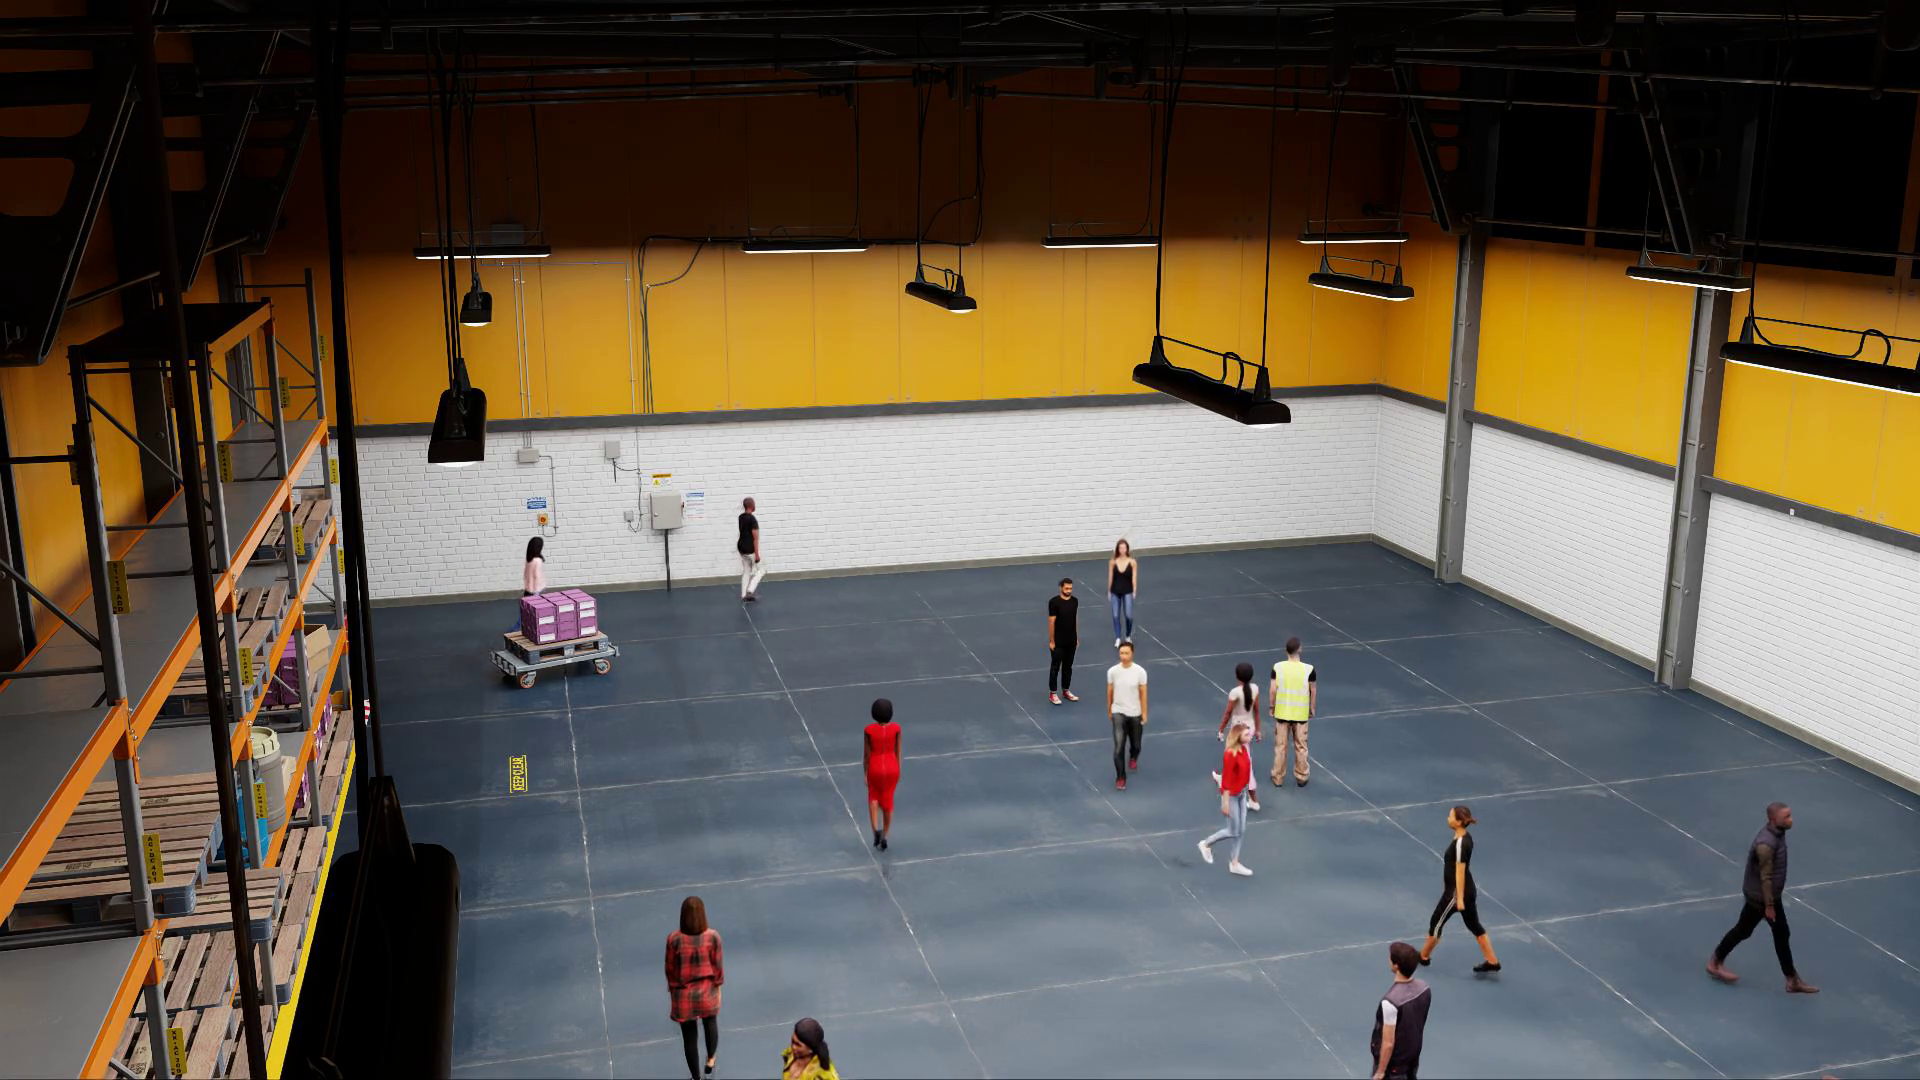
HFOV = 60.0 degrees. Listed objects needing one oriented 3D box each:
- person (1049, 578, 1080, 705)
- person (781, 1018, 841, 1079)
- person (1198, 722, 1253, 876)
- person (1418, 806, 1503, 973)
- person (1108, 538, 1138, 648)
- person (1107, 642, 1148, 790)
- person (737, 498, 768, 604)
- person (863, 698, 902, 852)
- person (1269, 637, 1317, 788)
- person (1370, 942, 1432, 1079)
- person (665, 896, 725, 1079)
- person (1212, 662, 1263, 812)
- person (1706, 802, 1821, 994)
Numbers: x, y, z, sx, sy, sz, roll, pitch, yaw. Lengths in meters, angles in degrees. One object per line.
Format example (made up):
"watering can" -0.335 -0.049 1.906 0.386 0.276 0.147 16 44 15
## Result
"person" 1.419 1.365 22.914 0.693 1.755 0.660 -9 16 -32
"person" -0.998 4.113 11.808 1.102 1.641 1.083 13 18 42
"person" 2.821 2.706 17.507 0.945 1.693 0.884 8 16 29
"person" 4.697 3.267 15.345 1.124 1.621 1.079 7 15 27
"person" 2.476 0.791 25.379 0.679 1.710 0.713 3 14 12
"person" 2.024 2.062 19.983 0.885 1.780 1.115 2 14 7
"person" -3.571 0.200 27.650 0.851 1.790 0.740 -12 18 -40
"person" -0.825 2.568 17.991 0.618 1.735 0.681 -2 14 -6
"person" 3.969 2.051 19.890 0.818 1.845 0.842 2 14 9
"person" 3.275 3.866 12.388 0.748 1.848 0.733 -11 18 -39
"person" -2.138 3.702 13.407 0.626 1.687 0.790 -3 14 -12
"person" 3.328 2.292 19.212 0.887 1.696 1.205 -9 16 -34
"person" 7.212 3.237 15.121 1.306 1.785 1.149 11 18 39
